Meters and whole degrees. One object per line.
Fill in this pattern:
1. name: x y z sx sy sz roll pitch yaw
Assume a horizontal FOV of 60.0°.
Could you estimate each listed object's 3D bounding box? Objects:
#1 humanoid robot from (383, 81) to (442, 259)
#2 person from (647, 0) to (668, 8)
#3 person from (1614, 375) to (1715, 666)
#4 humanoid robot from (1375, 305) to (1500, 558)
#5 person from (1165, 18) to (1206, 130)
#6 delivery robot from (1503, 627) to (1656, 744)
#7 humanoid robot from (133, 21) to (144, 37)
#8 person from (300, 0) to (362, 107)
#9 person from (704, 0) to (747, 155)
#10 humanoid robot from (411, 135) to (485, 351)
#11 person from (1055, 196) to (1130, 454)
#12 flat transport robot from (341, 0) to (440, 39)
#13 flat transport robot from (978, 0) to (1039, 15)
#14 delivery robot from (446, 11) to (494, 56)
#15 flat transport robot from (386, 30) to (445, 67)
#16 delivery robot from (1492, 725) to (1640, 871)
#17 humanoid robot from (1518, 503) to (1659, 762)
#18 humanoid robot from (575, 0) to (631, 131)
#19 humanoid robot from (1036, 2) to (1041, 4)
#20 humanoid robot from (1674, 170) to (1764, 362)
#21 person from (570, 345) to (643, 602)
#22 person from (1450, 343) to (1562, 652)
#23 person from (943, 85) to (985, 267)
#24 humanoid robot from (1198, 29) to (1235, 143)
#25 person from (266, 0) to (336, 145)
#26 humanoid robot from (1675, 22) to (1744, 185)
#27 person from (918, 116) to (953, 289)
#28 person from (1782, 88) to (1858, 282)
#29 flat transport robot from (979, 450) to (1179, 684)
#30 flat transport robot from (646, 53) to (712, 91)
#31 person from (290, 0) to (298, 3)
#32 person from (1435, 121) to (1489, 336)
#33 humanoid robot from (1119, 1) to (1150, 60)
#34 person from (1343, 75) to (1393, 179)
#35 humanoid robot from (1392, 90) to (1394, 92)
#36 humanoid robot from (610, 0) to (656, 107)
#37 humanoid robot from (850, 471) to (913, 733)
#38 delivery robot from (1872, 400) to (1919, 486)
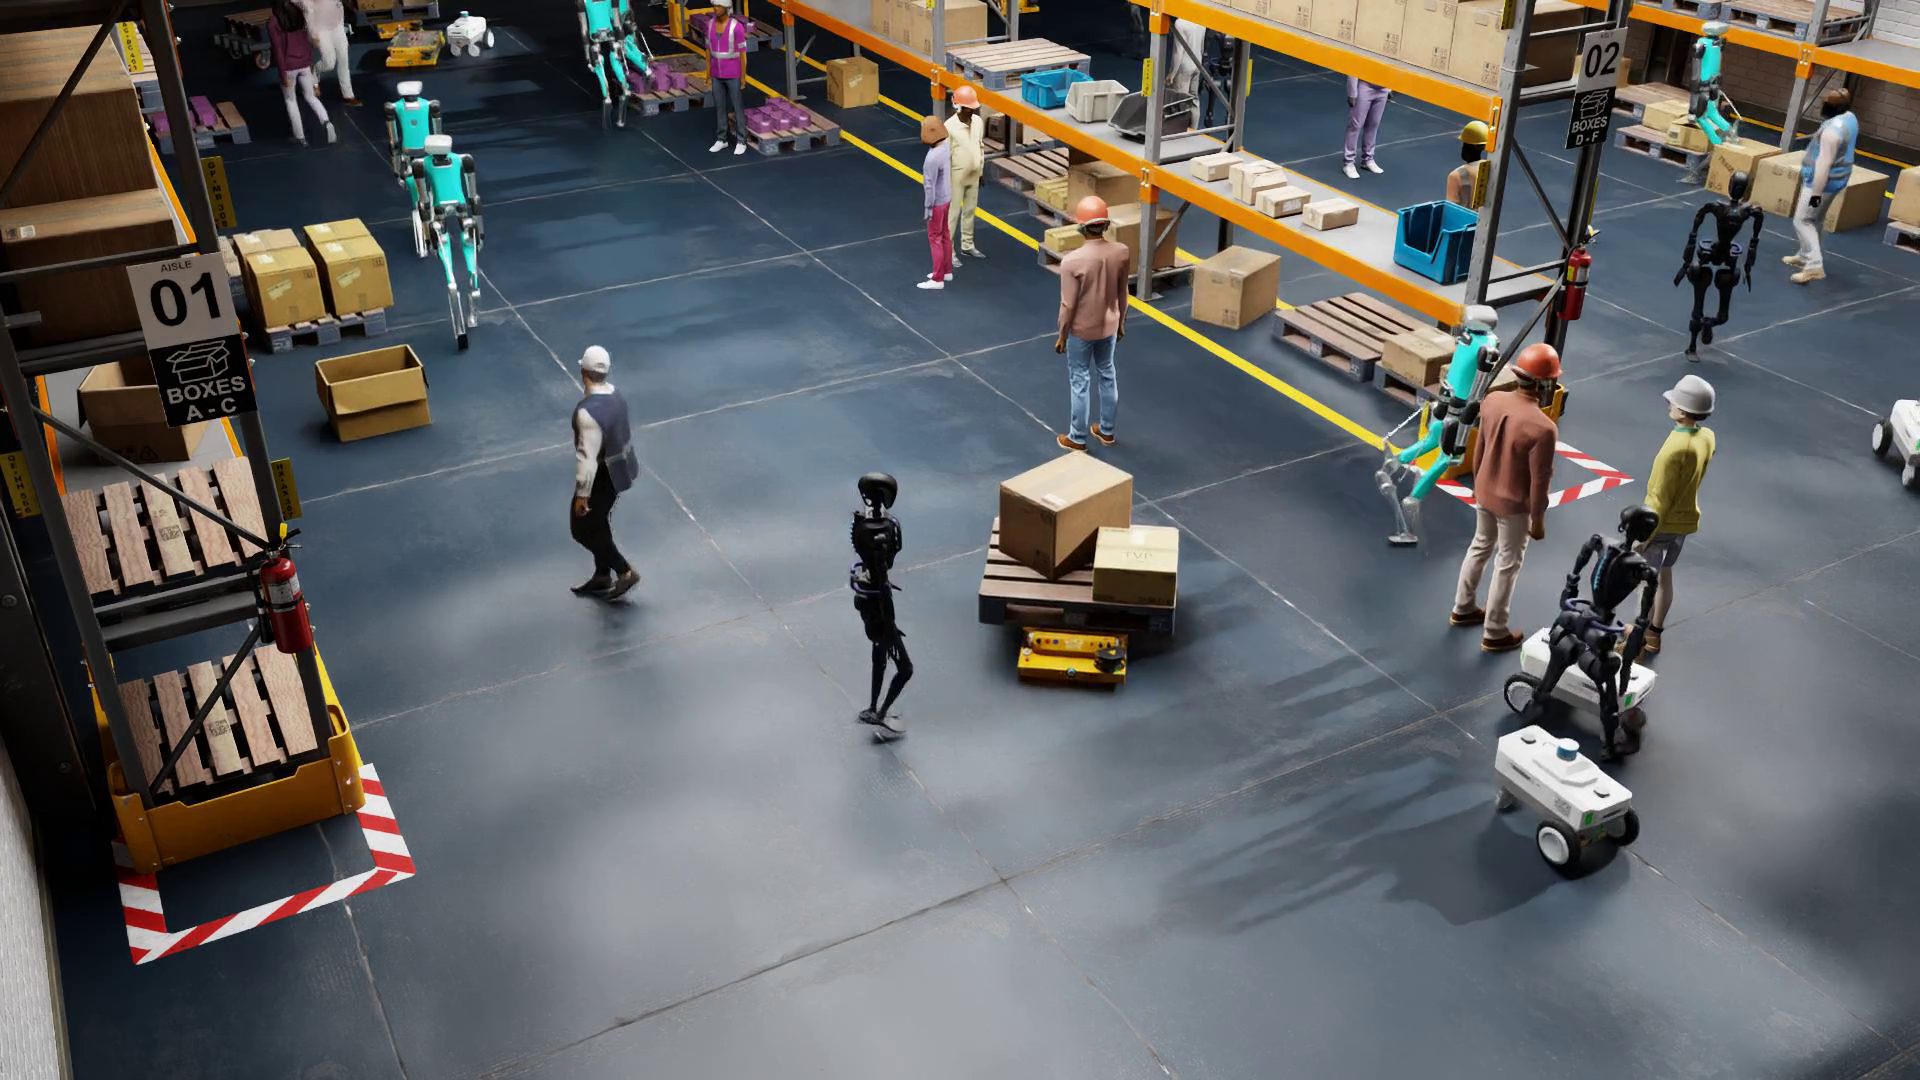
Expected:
1. humanoid robot: -5.290 -3.667 16.322 0.538 1.764 0.906 -9 31 -15
2. person: -4.734 -9.254 26.021 0.571 1.755 0.320 17 34 27
3. person: 4.232 -0.105 9.966 0.472 1.894 0.385 -23 37 -35
4. humanoid robot: 3.124 -0.690 11.210 0.776 1.832 0.546 -1 30 -2
5. person: 2.617 -5.487 19.331 0.360 1.897 0.572 26 39 37
6. delivery robot: 3.619 0.818 9.718 0.499 0.613 0.803 -26 39 -38
7. humanoid robot: -11.061 -6.966 22.179 0.795 1.627 0.584 24 37 35
8. person: -8.007 -6.431 20.953 0.671 1.915 0.636 15 33 25
9. person: -2.704 -5.388 19.204 0.524 1.846 0.330 11 32 18
10. humanoid robot: -4.348 -2.527 14.352 0.539 1.778 0.935 -9 31 -15
11. person: 0.977 -1.602 12.470 0.621 1.989 0.393 -17 34 -27
12. flat transport robot: -8.513 -7.761 24.920 0.659 0.231 1.431 -15 33 -25
13. flat transport robot: 0.660 -8.555 26.303 0.659 0.231 1.431 -12 32 -19
14. delivery robot: -7.004 -7.221 23.704 0.516 0.606 0.778 4 30 7
15. flat transport robot: -7.701 -6.963 23.531 0.659 0.231 1.431 -5 30 -8
16. delivery robot: 3.191 1.321 8.811 0.520 0.582 0.741 -15 33 -24
17. humanoid robot: 3.460 0.528 9.120 0.700 1.612 0.594 -14 33 -22
18. humanoid robot: -4.204 -5.727 19.963 0.542 1.852 0.687 -14 33 -24
19. humanoid robot: 1.138 -9.355 26.267 0.315 1.657 0.599 -8 31 -14
20. humanoid robot: 6.400 -2.355 14.097 0.612 1.638 0.510 6 30 10
21. person: -2.311 -0.398 10.638 0.501 1.716 0.760 1 30 2
22. person: 3.358 -0.266 10.157 0.403 1.986 0.620 -11 32 -18
23. person: 0.039 -3.509 16.034 0.560 1.743 0.342 -26 39 -37
24. humanoid robot: 3.082 -5.412 19.416 0.609 1.649 0.326 -3 30 -5
25. person: -7.731 -5.531 19.372 0.683 1.926 0.503 23 37 34
26. humanoid robot: 8.281 -4.685 18.078 0.530 1.747 0.843 -22 37 -33
27. person: -0.222 -3.149 15.526 0.290 1.628 0.499 9 31 15
28. person: 8.188 -3.361 15.716 0.508 1.825 0.761 26 39 37
29. flat transport robot: 0.765 0.433 10.655 0.659 0.231 1.431 4 30 7
30. flat transport robot: -3.707 -6.307 22.390 0.659 0.231 1.431 -15 33 -24
31. person: -9.973 -8.460 24.573 0.430 1.833 0.631 0 30 0
32. person: 4.338 -2.656 14.369 0.584 1.928 0.365 -18 34 -28
33. humanoid robot: 2.518 -7.506 23.078 0.638 1.643 0.607 10 31 16
34. person: 4.566 -4.997 18.462 0.640 1.913 0.411 -16 34 -26
35. humanoid robot: 5.691 -6.612 21.452 0.778 1.790 0.548 0 30 0
36. humanoid robot: -4.076 -6.223 20.799 0.781 1.777 0.541 17 34 26
37. humanoid robot: -0.447 0.339 9.402 0.326 1.656 0.609 -4 30 -8
38. delivery robot: 7.216 -0.765 12.454 0.499 0.594 0.778 6 30 11
